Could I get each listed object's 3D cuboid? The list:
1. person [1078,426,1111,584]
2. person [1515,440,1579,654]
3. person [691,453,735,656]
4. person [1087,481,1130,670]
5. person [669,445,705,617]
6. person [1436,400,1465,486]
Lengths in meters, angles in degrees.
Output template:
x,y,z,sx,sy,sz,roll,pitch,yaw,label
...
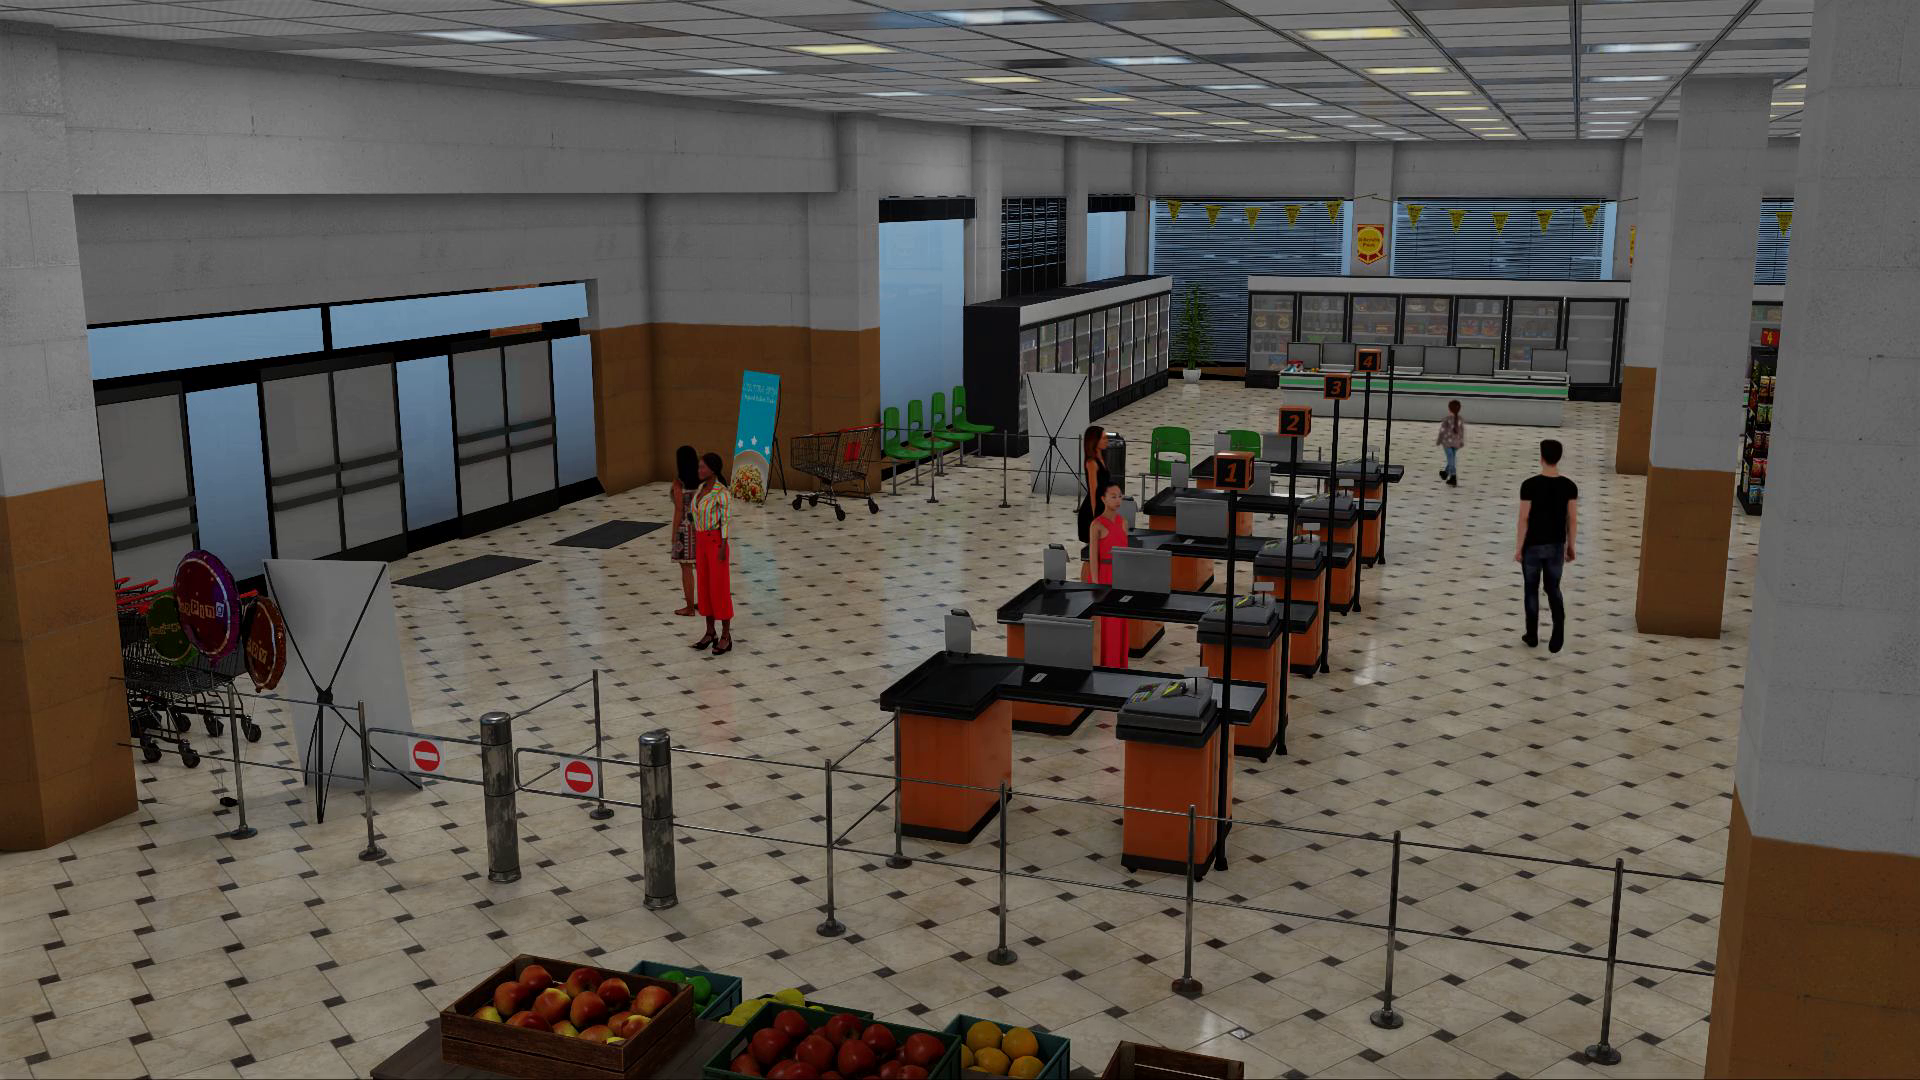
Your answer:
x,y,z,sx,sy,sz,roll,pitch,yaw,label
1.285,-0.185,15.974,0.572,1.834,0.618,2,12,11,person
5.157,0.081,14.605,1.070,1.878,0.897,1,12,6,person
-2.179,0.114,14.652,0.598,1.793,0.732,11,16,42,person
1.207,0.368,13.606,0.709,1.727,0.729,-10,15,-39,person
-2.603,-0.097,16.016,0.600,1.645,0.693,7,14,31,person
6.820,-1.325,23.016,0.818,1.163,0.801,-3,12,-13,person
